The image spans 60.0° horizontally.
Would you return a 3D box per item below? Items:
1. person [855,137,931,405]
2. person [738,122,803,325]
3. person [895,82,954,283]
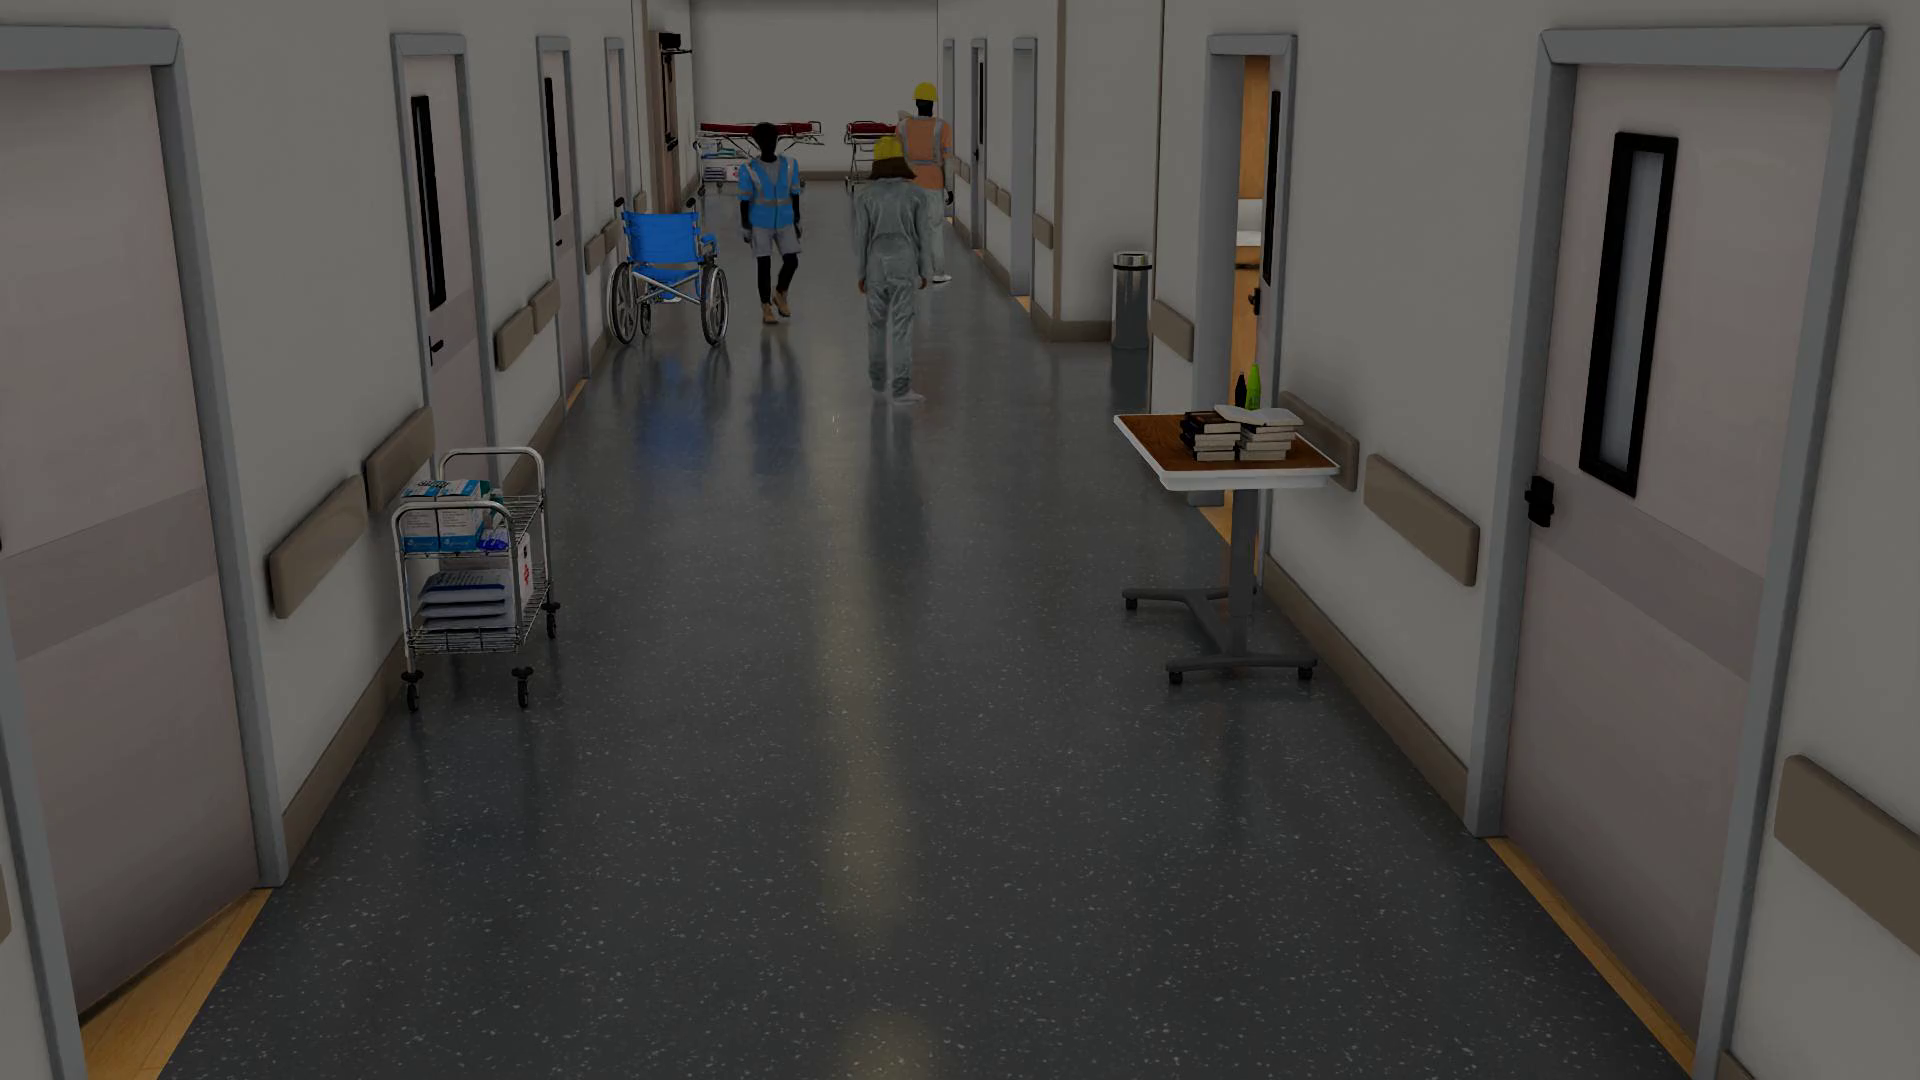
[{"bbox_3d":[-0.442,-1.765,10.929,0.494,1.706,0.606,2,17,7],"label":"person"},{"bbox_3d":[-1.583,-2.632,13.868,0.554,1.671,0.411,-7,18,-22],"label":"person"},{"bbox_3d":[-0.340,-3.488,16.299,0.586,1.928,0.369,4,17,14],"label":"person"}]
